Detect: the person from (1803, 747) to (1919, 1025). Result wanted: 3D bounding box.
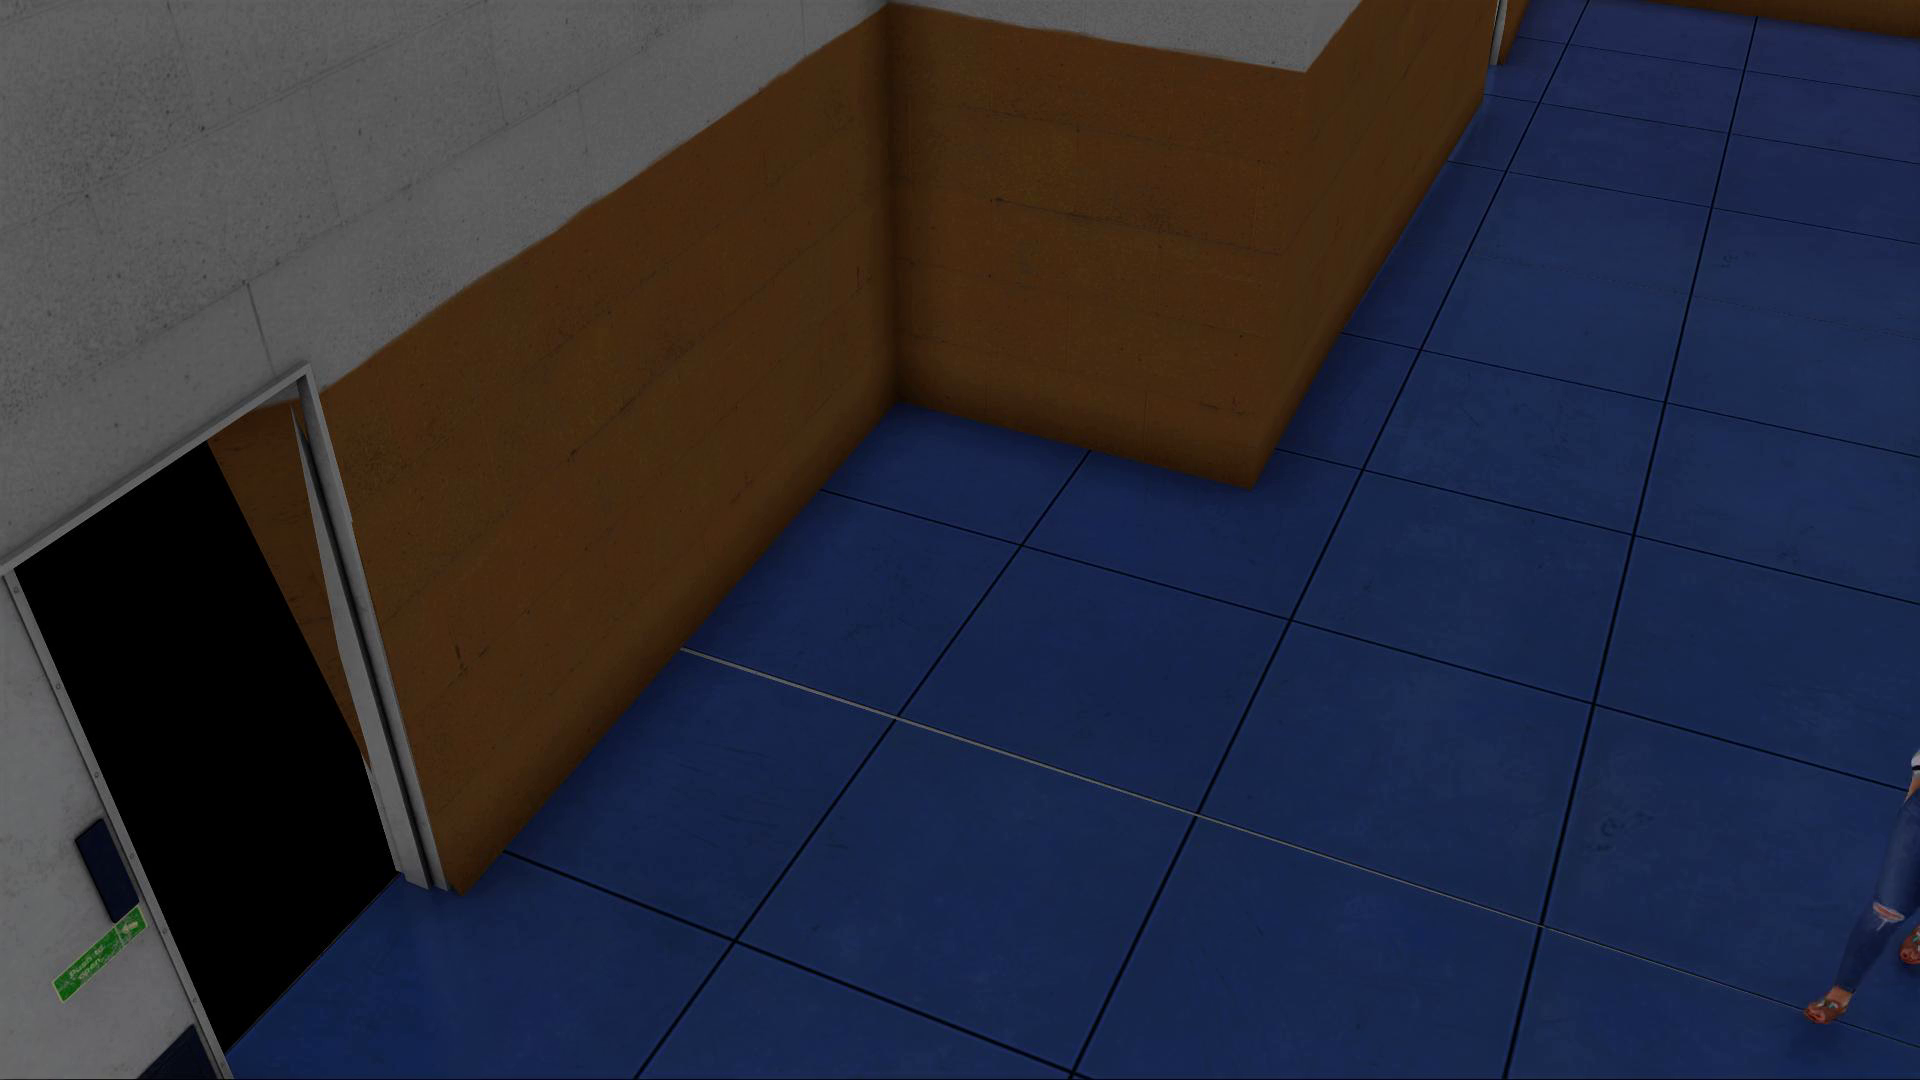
[{"bbox_3d":[3.362,0.930,5.511,0.969,1.568,1.089,-27,44,-31],"label":"person"}]
